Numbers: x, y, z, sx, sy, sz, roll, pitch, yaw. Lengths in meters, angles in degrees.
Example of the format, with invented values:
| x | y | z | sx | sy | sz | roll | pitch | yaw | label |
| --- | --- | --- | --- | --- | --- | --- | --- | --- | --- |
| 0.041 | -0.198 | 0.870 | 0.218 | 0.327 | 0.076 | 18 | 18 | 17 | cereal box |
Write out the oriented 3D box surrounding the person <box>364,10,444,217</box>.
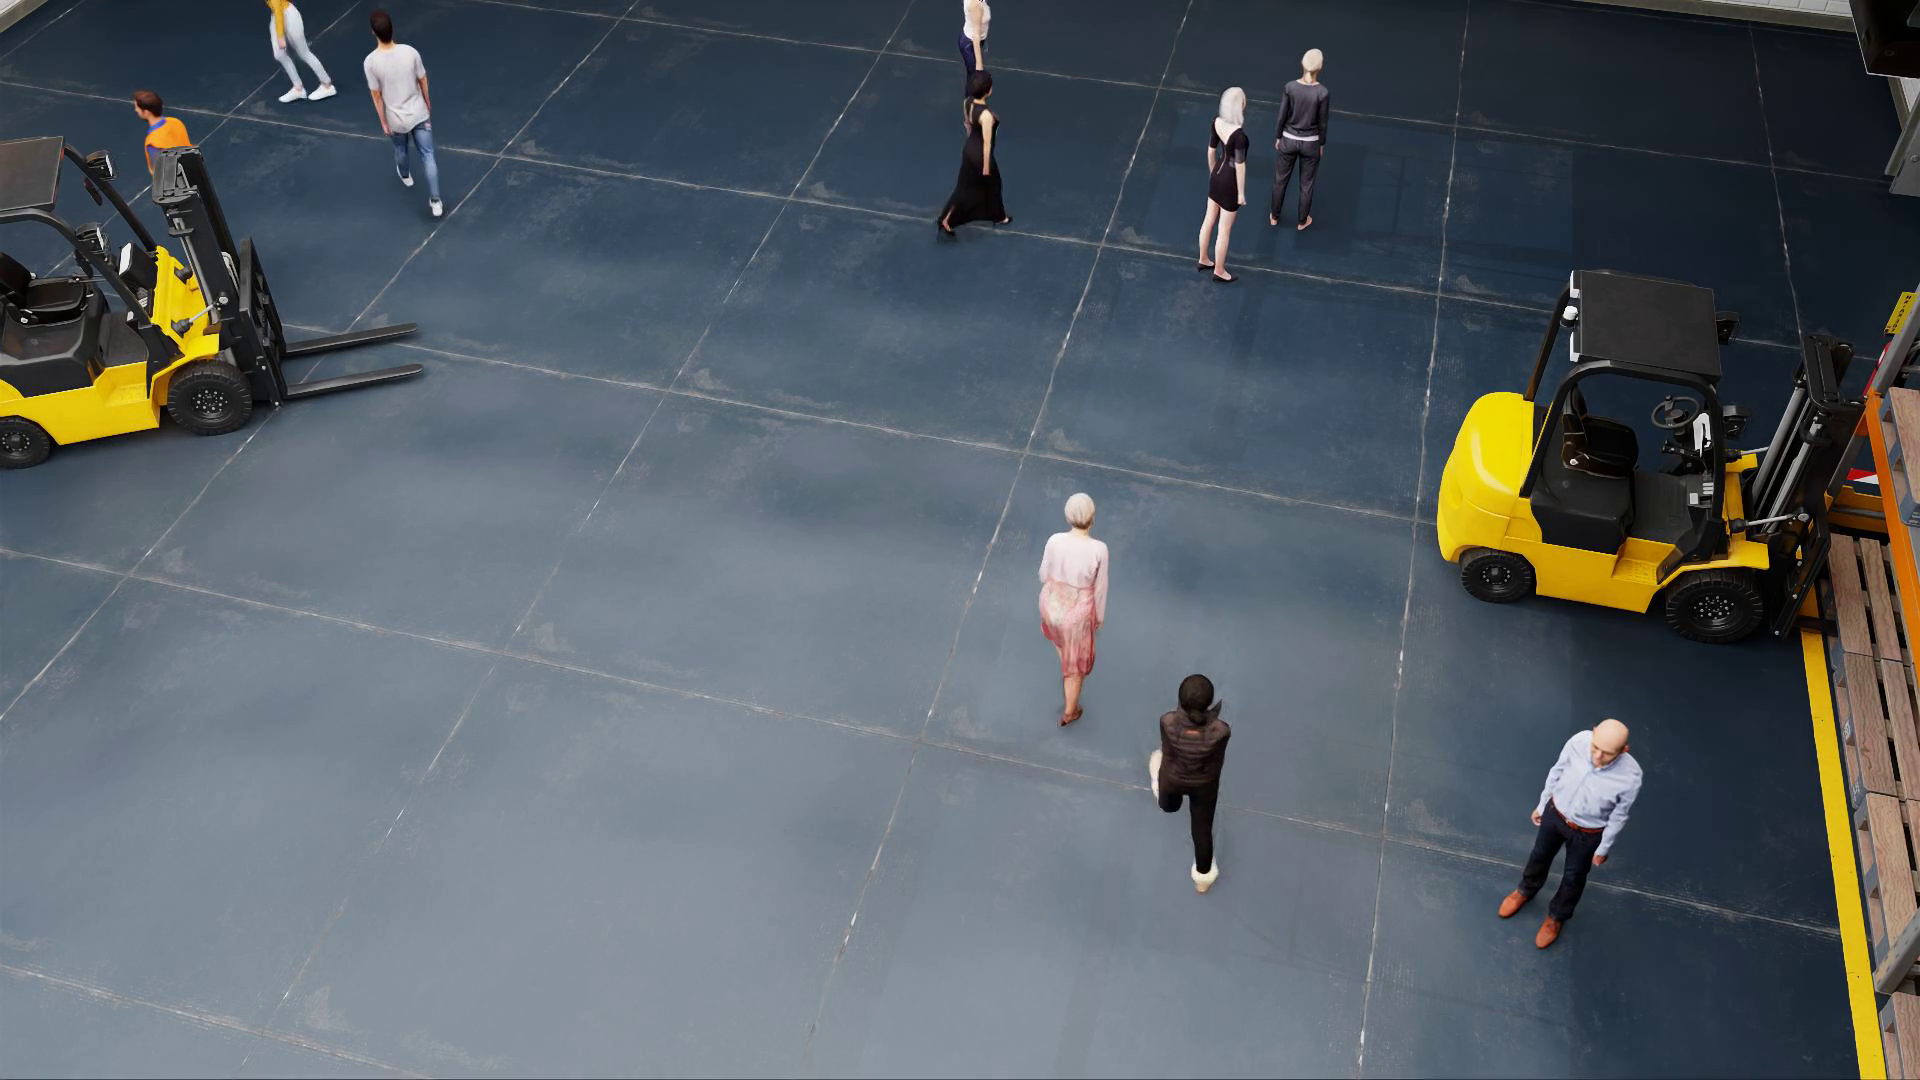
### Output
| x | y | z | sx | sy | sz | roll | pitch | yaw | label |
| --- | --- | --- | --- | --- | --- | --- | --- | --- | --- |
| -4.944 | -3.782 | 14.914 | 1.108 | 1.853 | 1.239 | -16 | 46 | -16 | person |

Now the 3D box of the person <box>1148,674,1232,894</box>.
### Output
| x | y | z | sx | sy | sz | roll | pitch | yaw | label |
| --- | --- | --- | --- | --- | --- | --- | --- | --- | --- |
| 1.361 | 1.286 | 9.751 | 0.984 | 1.637 | 0.699 | 10 | 45 | 11 | person |

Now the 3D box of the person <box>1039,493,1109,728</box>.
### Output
| x | y | z | sx | sy | sz | roll | pitch | yaw | label |
| --- | --- | --- | --- | --- | --- | --- | --- | --- | --- |
| 0.670 | 0.494 | 10.576 | 0.587 | 1.646 | 0.878 | 14 | 45 | 14 | person |

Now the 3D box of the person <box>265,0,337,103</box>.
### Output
| x | y | z | sx | sy | sz | roll | pitch | yaw | label |
| --- | --- | --- | --- | --- | --- | --- | --- | --- | --- |
| -6.574 | -5.114 | 16.419 | 0.912 | 1.707 | 0.835 | -20 | 47 | -19 | person |

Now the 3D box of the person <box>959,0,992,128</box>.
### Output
| x | y | z | sx | sy | sz | roll | pitch | yaw | label |
| --- | --- | --- | --- | --- | --- | --- | --- | --- | --- |
| 0.121 | -4.726 | 16.017 | 0.761 | 1.700 | 0.616 | -8 | 44 | -8 | person |

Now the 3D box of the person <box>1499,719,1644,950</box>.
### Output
| x | y | z | sx | sy | sz | roll | pitch | yaw | label |
| --- | --- | --- | --- | --- | --- | --- | --- | --- | --- |
| 3.447 | 1.588 | 9.323 | 0.761 | 1.790 | 0.735 | -31 | 52 | -29 | person |

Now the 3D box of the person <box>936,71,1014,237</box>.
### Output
| x | y | z | sx | sy | sz | roll | pitch | yaw | label |
| --- | --- | --- | --- | --- | --- | --- | --- | --- | --- |
| 0.092 | -3.354 | 14.670 | 1.071 | 1.570 | 0.983 | -24 | 49 | -23 | person |

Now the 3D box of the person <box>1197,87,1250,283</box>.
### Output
| x | y | z | sx | sy | sz | roll | pitch | yaw | label |
| --- | --- | --- | --- | --- | --- | --- | --- | --- | --- |
| 2.252 | -3.021 | 14.135 | 0.714 | 1.826 | 0.654 | -22 | 48 | -21 | person |

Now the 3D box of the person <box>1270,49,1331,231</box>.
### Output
| x | y | z | sx | sy | sz | roll | pitch | yaw | label |
| --- | --- | --- | --- | --- | --- | --- | --- | --- | --- |
| 3.027 | -3.558 | 14.771 | 0.616 | 1.727 | 0.536 | 14 | 45 | 14 | person |

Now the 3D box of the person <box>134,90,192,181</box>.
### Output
| x | y | z | sx | sy | sz | roll | pitch | yaw | label |
| --- | --- | --- | --- | --- | --- | --- | --- | --- | --- |
| -6.538 | -2.932 | 14.014 | 0.790 | 1.864 | 0.629 | 1 | 44 | 1 | person |
